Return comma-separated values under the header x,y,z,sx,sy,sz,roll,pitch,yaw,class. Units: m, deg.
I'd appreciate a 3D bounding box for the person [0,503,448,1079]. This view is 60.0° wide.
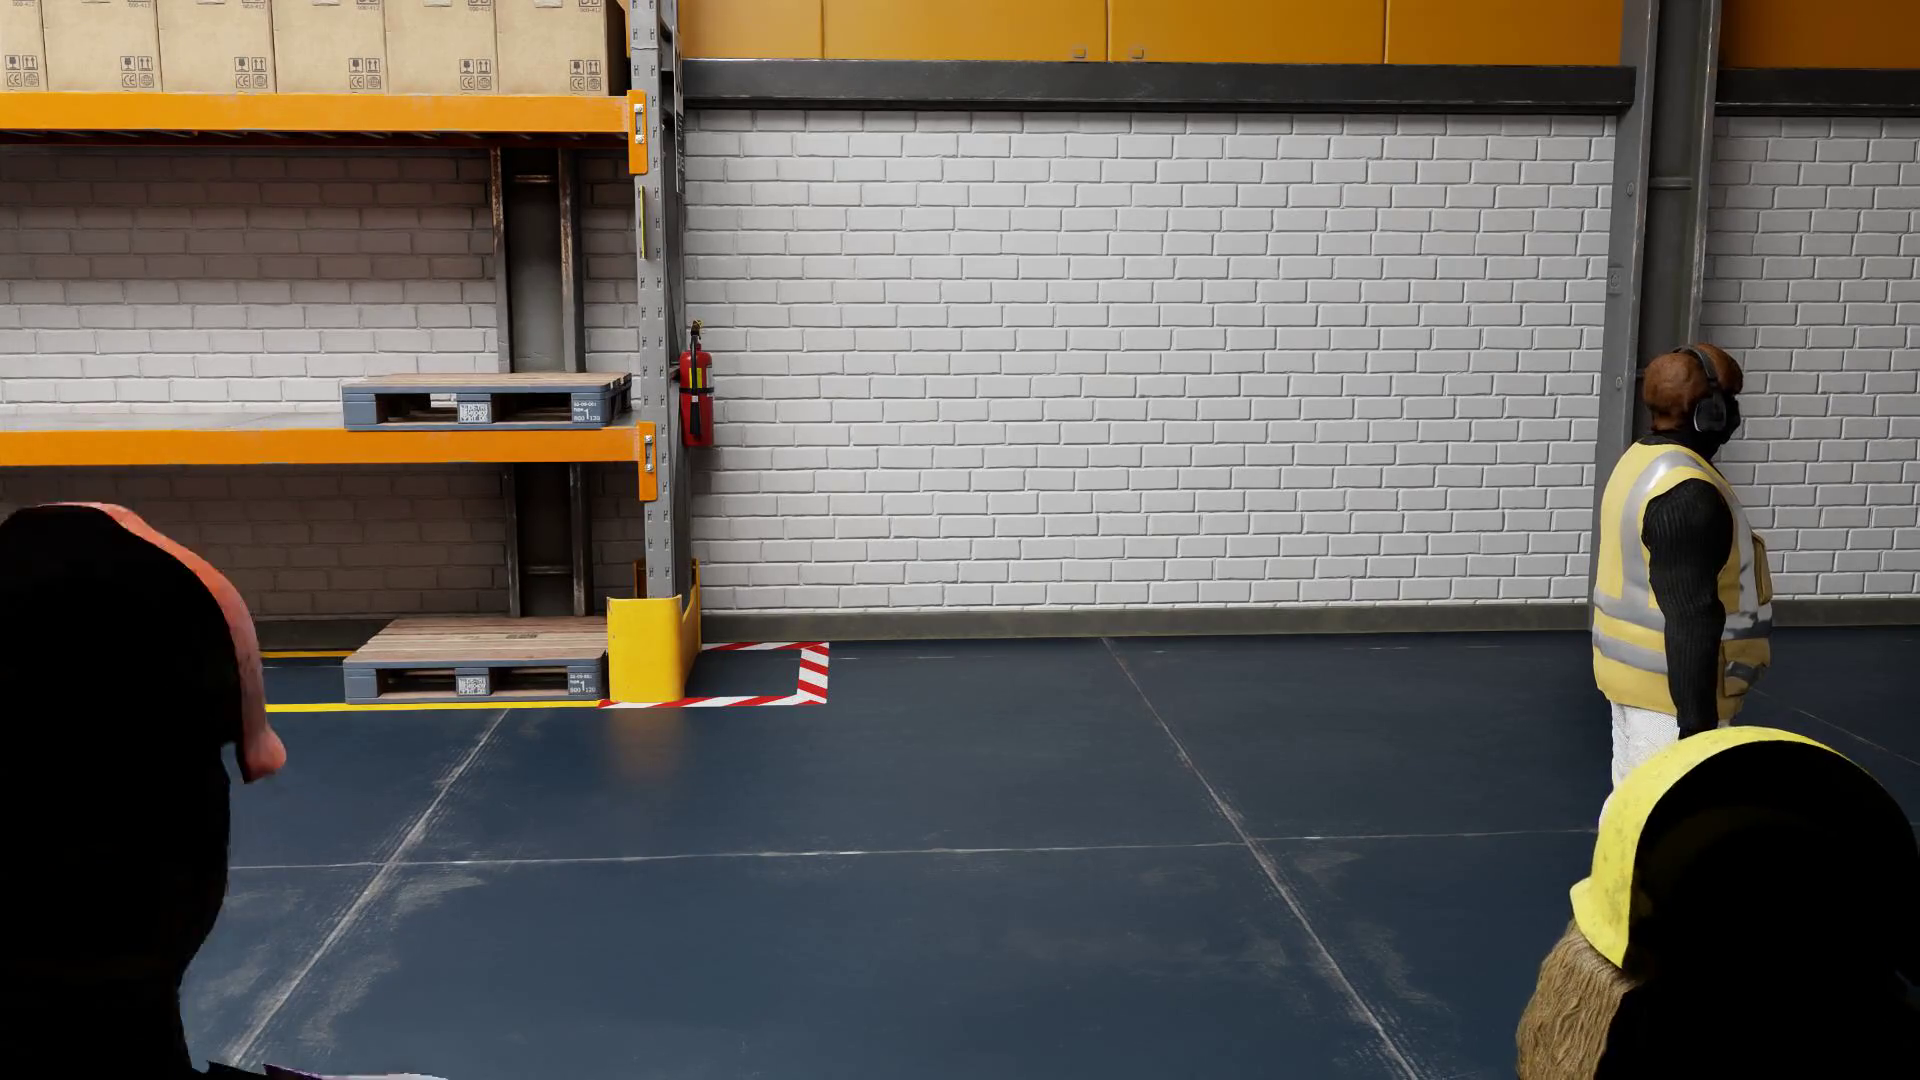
x,y,z,sx,sy,sz,roll,pitch,yaw,class
-0.508,0.920,1.065,0.563,1.893,0.996,-2,9,-11,person

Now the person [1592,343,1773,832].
x,y,z,sx,sy,sz,roll,pitch,yaw,class
1.908,0.406,4.426,0.429,1.847,0.626,2,9,10,person

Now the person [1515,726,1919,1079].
x,y,z,sx,sy,sz,roll,pitch,yaw,class
0.488,0.981,1.131,0.487,1.744,0.314,-2,9,-9,person
